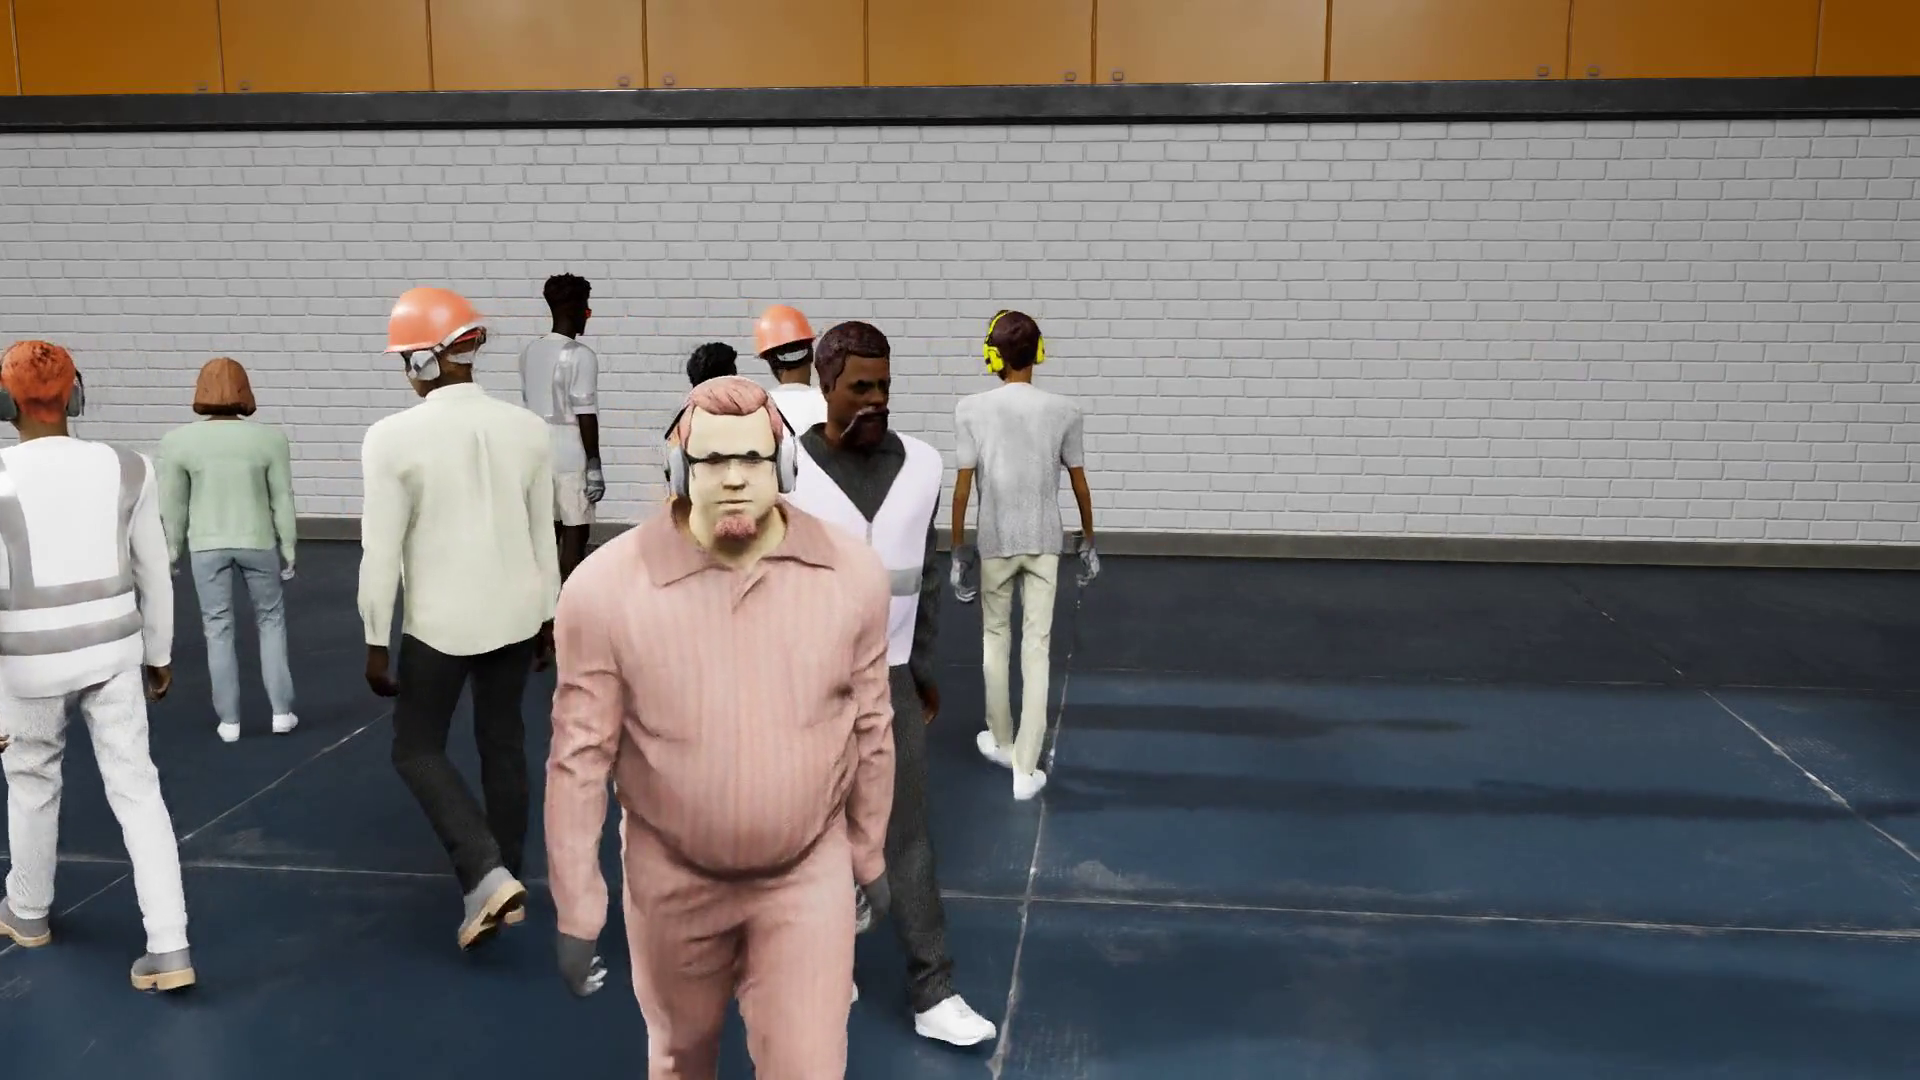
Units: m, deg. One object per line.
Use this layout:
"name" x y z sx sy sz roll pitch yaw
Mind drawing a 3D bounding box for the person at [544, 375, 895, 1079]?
"person" -0.442 0.611 3.166 0.669 1.859 1.008 -3 10 -14

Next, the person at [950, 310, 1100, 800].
"person" 0.254 0.038 6.478 0.564 1.843 0.767 1 10 3

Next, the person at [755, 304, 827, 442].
"person" -0.604 0.034 6.435 0.568 1.863 1.045 3 10 19

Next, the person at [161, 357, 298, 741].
"person" -3.080 0.045 7.028 0.522 1.632 0.327 -4 11 -22

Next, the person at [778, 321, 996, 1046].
"person" -0.234 0.388 4.327 0.626 1.880 0.910 -6 11 -30

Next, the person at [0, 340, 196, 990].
"person" -2.511 0.349 4.724 1.008 1.834 0.602 9 13 41

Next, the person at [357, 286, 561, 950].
"person" -1.432 0.244 4.912 0.597 1.974 0.639 9 14 43

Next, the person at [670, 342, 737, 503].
"person" -1.048 -0.054 7.511 0.825 1.655 0.543 -3 10 -19

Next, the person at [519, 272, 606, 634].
"person" -2.084 -0.428 8.811 0.607 1.958 0.378 9 14 43
